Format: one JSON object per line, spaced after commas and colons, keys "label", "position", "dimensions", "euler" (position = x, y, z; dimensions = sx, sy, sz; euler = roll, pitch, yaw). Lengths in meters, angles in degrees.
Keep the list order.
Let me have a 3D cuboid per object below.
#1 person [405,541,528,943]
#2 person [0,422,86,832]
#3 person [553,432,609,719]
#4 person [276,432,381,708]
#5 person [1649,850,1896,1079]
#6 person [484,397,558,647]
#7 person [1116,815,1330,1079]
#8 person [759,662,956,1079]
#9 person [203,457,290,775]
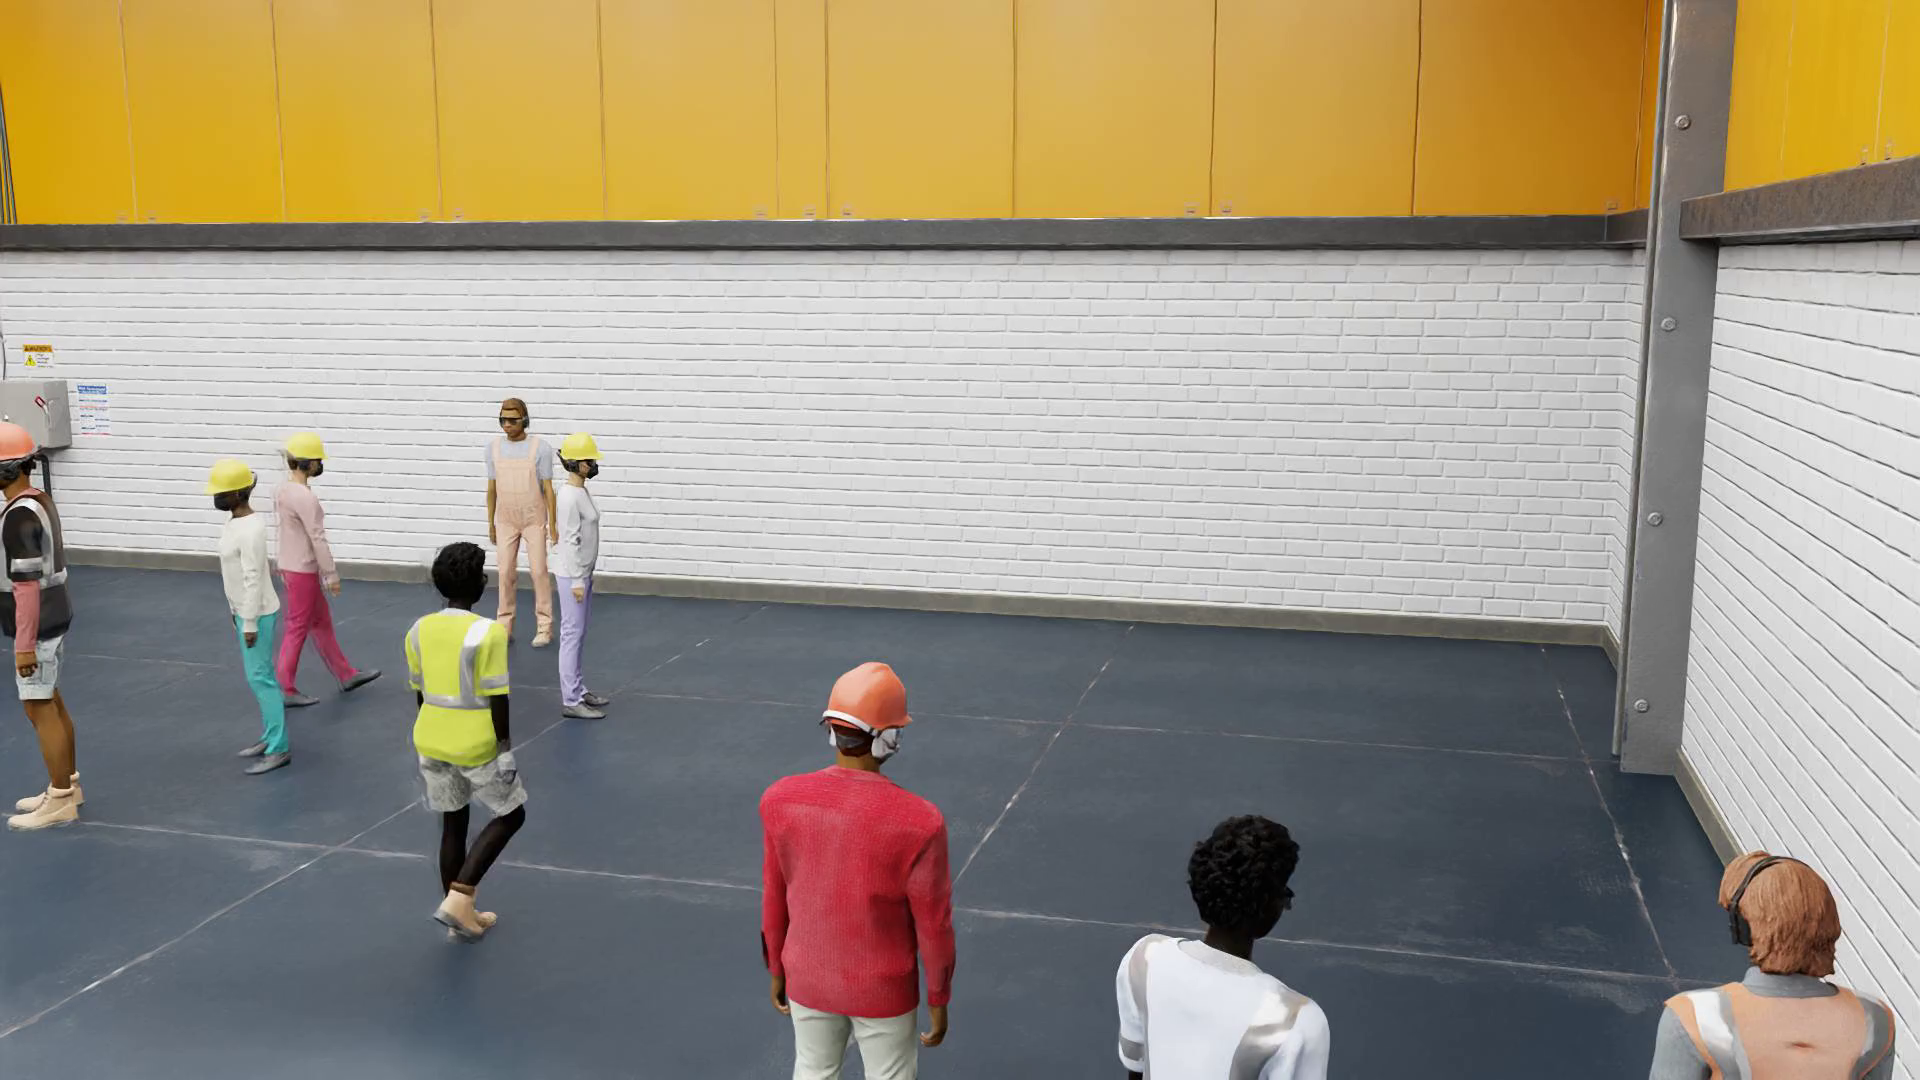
{"label": "person", "position": [-2.033, 0.845, 6.811], "dimensions": [0.560, 1.684, 0.390], "euler": [5, 11, 29]}
{"label": "person", "position": [-4.641, 0.428, 8.270], "dimensions": [0.403, 2.036, 0.614], "euler": [-4, 10, -22]}
{"label": "person", "position": [-2.346, 0.214, 10.315], "dimensions": [0.326, 1.769, 0.524], "euler": [-1, 10, -3]}
{"label": "person", "position": [-4.058, 0.183, 10.560], "dimensions": [0.729, 1.733, 0.550], "euler": [-7, 12, -34]}
{"label": "person", "position": [1.652, 1.449, 3.452], "dimensions": [0.526, 1.632, 0.311], "euler": [-1, 10, -6]}
{"label": "person", "position": [-3.192, -0.123, 12.099], "dimensions": [0.523, 1.838, 0.354], "euler": [0, 10, 1]}
{"label": "person", "position": [0.551, 1.407, 3.535], "dimensions": [0.320, 1.686, 0.539], "euler": [-9, 13, -42]}
{"label": "person", "position": [-0.275, 1.196, 4.623], "dimensions": [0.576, 1.737, 0.354], "euler": [4, 10, 21]}
{"label": "person", "position": [-3.959, 0.408, 9.219], "dimensions": [0.347, 1.759, 0.537], "euler": [-6, 11, -31]}
